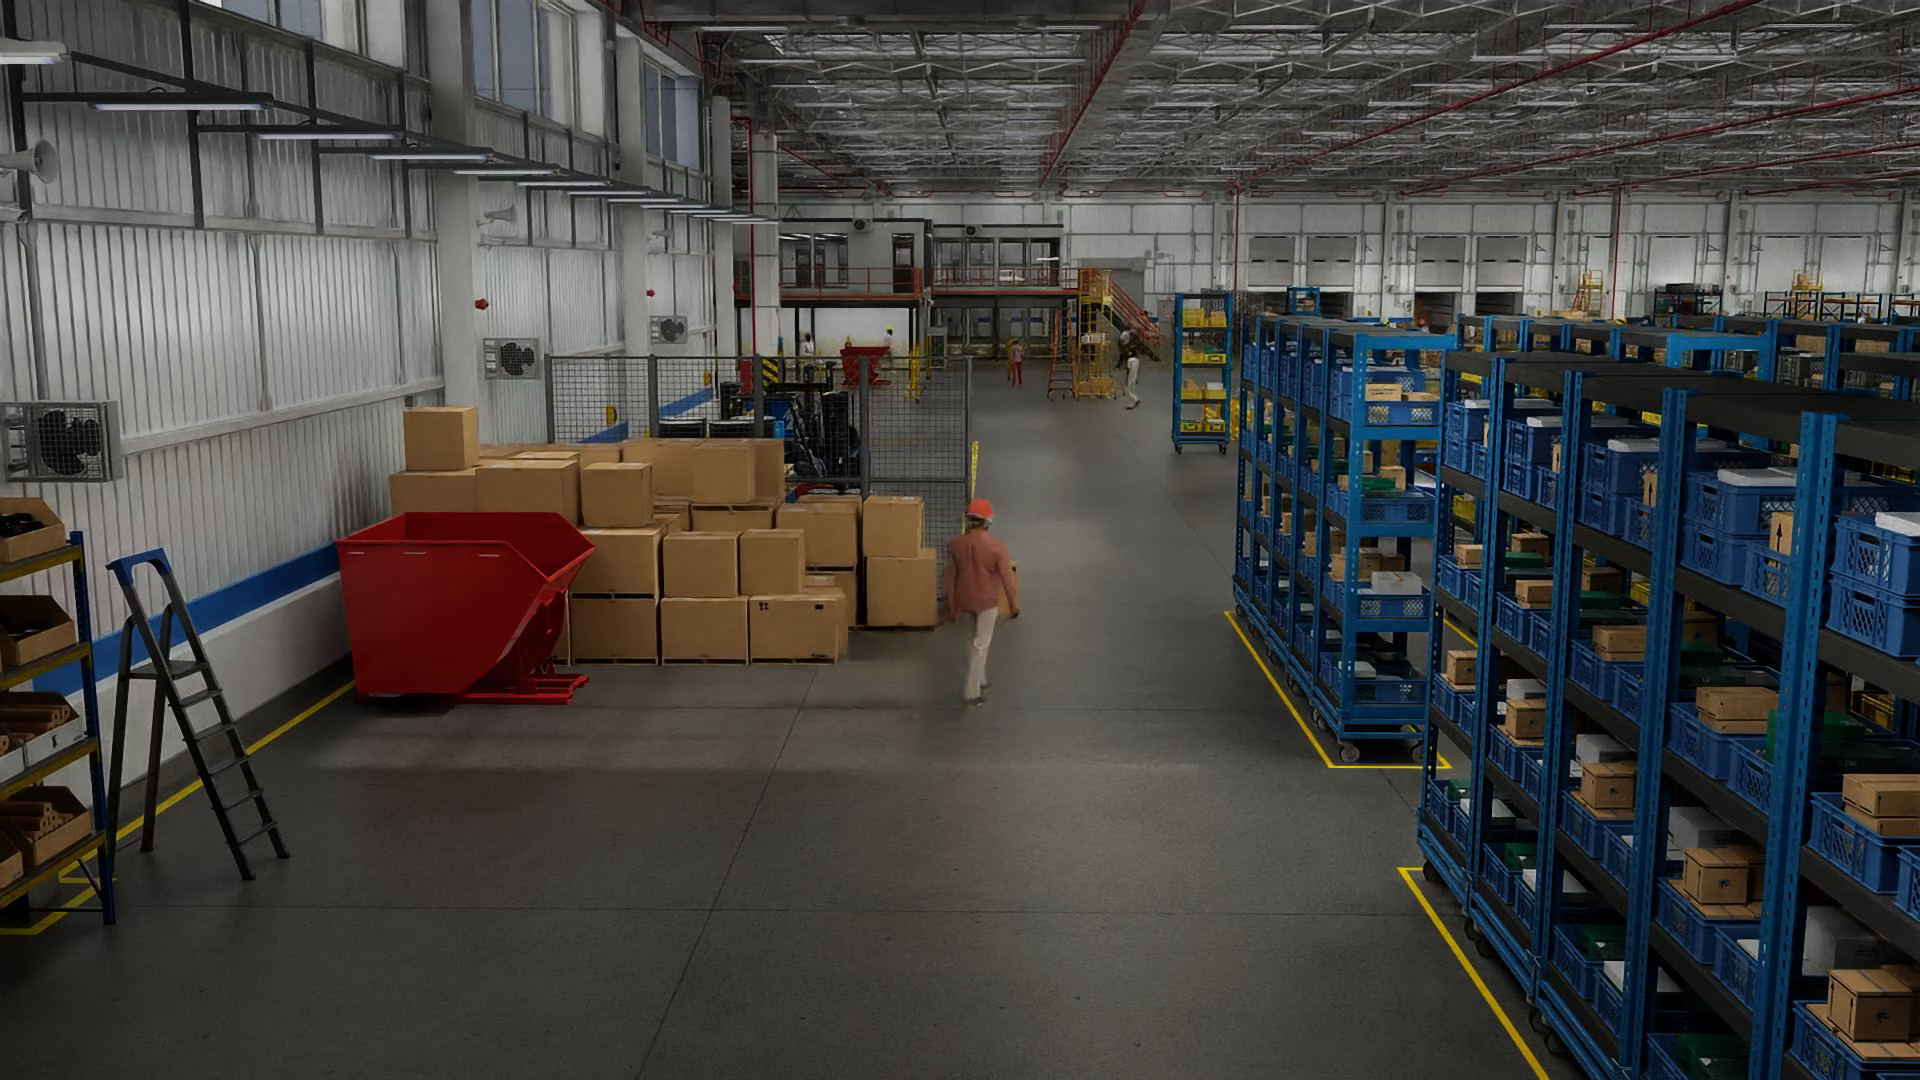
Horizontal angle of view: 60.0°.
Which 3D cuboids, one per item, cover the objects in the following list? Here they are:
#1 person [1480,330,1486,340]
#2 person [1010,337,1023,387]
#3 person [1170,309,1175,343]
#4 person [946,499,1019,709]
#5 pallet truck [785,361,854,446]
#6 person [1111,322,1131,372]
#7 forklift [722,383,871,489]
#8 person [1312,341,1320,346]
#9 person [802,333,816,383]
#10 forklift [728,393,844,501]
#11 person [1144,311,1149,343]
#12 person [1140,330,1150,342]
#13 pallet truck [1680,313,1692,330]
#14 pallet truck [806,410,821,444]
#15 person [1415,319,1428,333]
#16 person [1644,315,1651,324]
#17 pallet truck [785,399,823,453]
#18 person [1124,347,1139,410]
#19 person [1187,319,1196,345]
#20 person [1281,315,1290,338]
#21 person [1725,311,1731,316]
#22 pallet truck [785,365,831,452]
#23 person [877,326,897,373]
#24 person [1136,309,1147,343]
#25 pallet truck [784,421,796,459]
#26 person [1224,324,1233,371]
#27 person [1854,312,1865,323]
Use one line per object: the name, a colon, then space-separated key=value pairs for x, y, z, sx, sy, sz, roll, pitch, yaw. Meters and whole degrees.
person: x=25.662 y=-9.908 z=80.972 sx=0.993 sy=1.823 sz=0.518 roll=-3 pitch=10 yaw=-16
person: x=1.974 y=-6.267 z=58.672 sx=0.530 sy=1.759 sz=0.336 roll=-6 pitch=11 yaw=-31
person: x=12.169 y=-12.171 z=94.573 sx=0.388 sy=1.926 sz=0.590 roll=0 pitch=9 yaw=3
person: x=0.256 y=0.582 z=15.807 sx=0.623 sy=1.959 sz=0.893 roll=6 pitch=11 yaw=32
pallet truck: x=-3.410 y=-3.193 z=38.978 sx=1.885 sy=1.965 sz=0.823 roll=0 pitch=9 yaw=-1
person: x=6.558 y=-7.847 z=67.554 sx=0.983 sy=2.000 sz=0.696 roll=4 pitch=10 yaw=21
forklift: x=-2.893 y=-1.687 z=28.729 sx=2.680 sy=1.987 sz=1.157 roll=0 pitch=9 yaw=-1
person: x=15.676 y=-8.738 z=73.418 sx=0.426 sy=1.915 sz=0.651 roll=-2 pitch=9 yaw=-10
person: x=-5.433 y=-6.521 z=59.907 sx=0.603 sy=1.862 sz=0.565 roll=-9 pitch=13 yaw=-43
forklift: x=-2.979 y=-1.316 z=26.476 sx=2.680 sy=1.987 sz=1.157 roll=0 pitch=9 yaw=1
person: x=10.487 y=-12.062 z=94.175 sx=0.429 sy=1.840 sz=0.632 roll=-3 pitch=10 yaw=-15
person: x=10.551 y=-12.232 z=95.555 sx=0.799 sy=1.742 sz=0.530 roll=-6 pitch=11 yaw=-32
pallet truck: x=36.315 y=-10.531 z=84.244 sx=0.823 sy=1.965 sz=1.885 roll=-6 pitch=11 yaw=-33
pallet truck: x=-3.559 y=-2.018 z=33.905 sx=1.522 sy=1.261 sz=0.704 roll=0 pitch=9 yaw=-1
person: x=20.094 y=-8.649 z=72.563 sx=0.616 sy=2.025 sz=0.644 roll=3 pitch=10 yaw=21
person: x=35.573 y=-10.739 z=86.161 sx=0.950 sy=1.798 sz=0.641 roll=4 pitch=10 yaw=22
pallet truck: x=-3.814 y=-2.432 z=36.419 sx=1.630 sy=1.274 sz=0.653 roll=0 pitch=9 yaw=1
person: x=5.060 y=-4.731 z=48.886 sx=0.480 sy=1.856 sz=0.558 roll=8 pitch=12 yaw=41
person: x=12.829 y=-11.745 z=92.068 sx=0.541 sy=1.898 sz=0.952 roll=1 pitch=9 yaw=4
person: x=19.269 y=-12.607 z=98.065 sx=0.724 sy=1.674 sz=0.537 roll=0 pitch=9 yaw=2
person: x=40.336 y=-11.073 z=87.663 sx=0.829 sy=1.973 sz=0.625 roll=0 pitch=9 yaw=-2
pallet truck: x=-3.774 y=-2.976 z=37.635 sx=1.885 sy=1.965 sz=0.823 roll=1 pitch=9 yaw=5
person: x=-2.921 y=-7.668 z=66.890 sx=0.809 sy=1.902 sz=0.596 roll=1 pitch=9 yaw=4
person: x=9.898 y=-11.578 z=90.721 sx=0.609 sy=1.991 sz=0.388 roll=1 pitch=9 yaw=5
pallet truck: x=-4.013 y=-1.793 z=32.705 sx=1.601 sy=1.201 sz=0.680 roll=0 pitch=9 yaw=1
person: x=11.034 y=-7.921 z=68.358 sx=0.385 sy=1.928 sz=0.547 roll=-1 pitch=9 yaw=-3
person: x=48.683 y=-11.429 z=90.121 sx=0.354 sy=1.886 sz=0.572 roll=-7 pitch=12 yaw=-38
